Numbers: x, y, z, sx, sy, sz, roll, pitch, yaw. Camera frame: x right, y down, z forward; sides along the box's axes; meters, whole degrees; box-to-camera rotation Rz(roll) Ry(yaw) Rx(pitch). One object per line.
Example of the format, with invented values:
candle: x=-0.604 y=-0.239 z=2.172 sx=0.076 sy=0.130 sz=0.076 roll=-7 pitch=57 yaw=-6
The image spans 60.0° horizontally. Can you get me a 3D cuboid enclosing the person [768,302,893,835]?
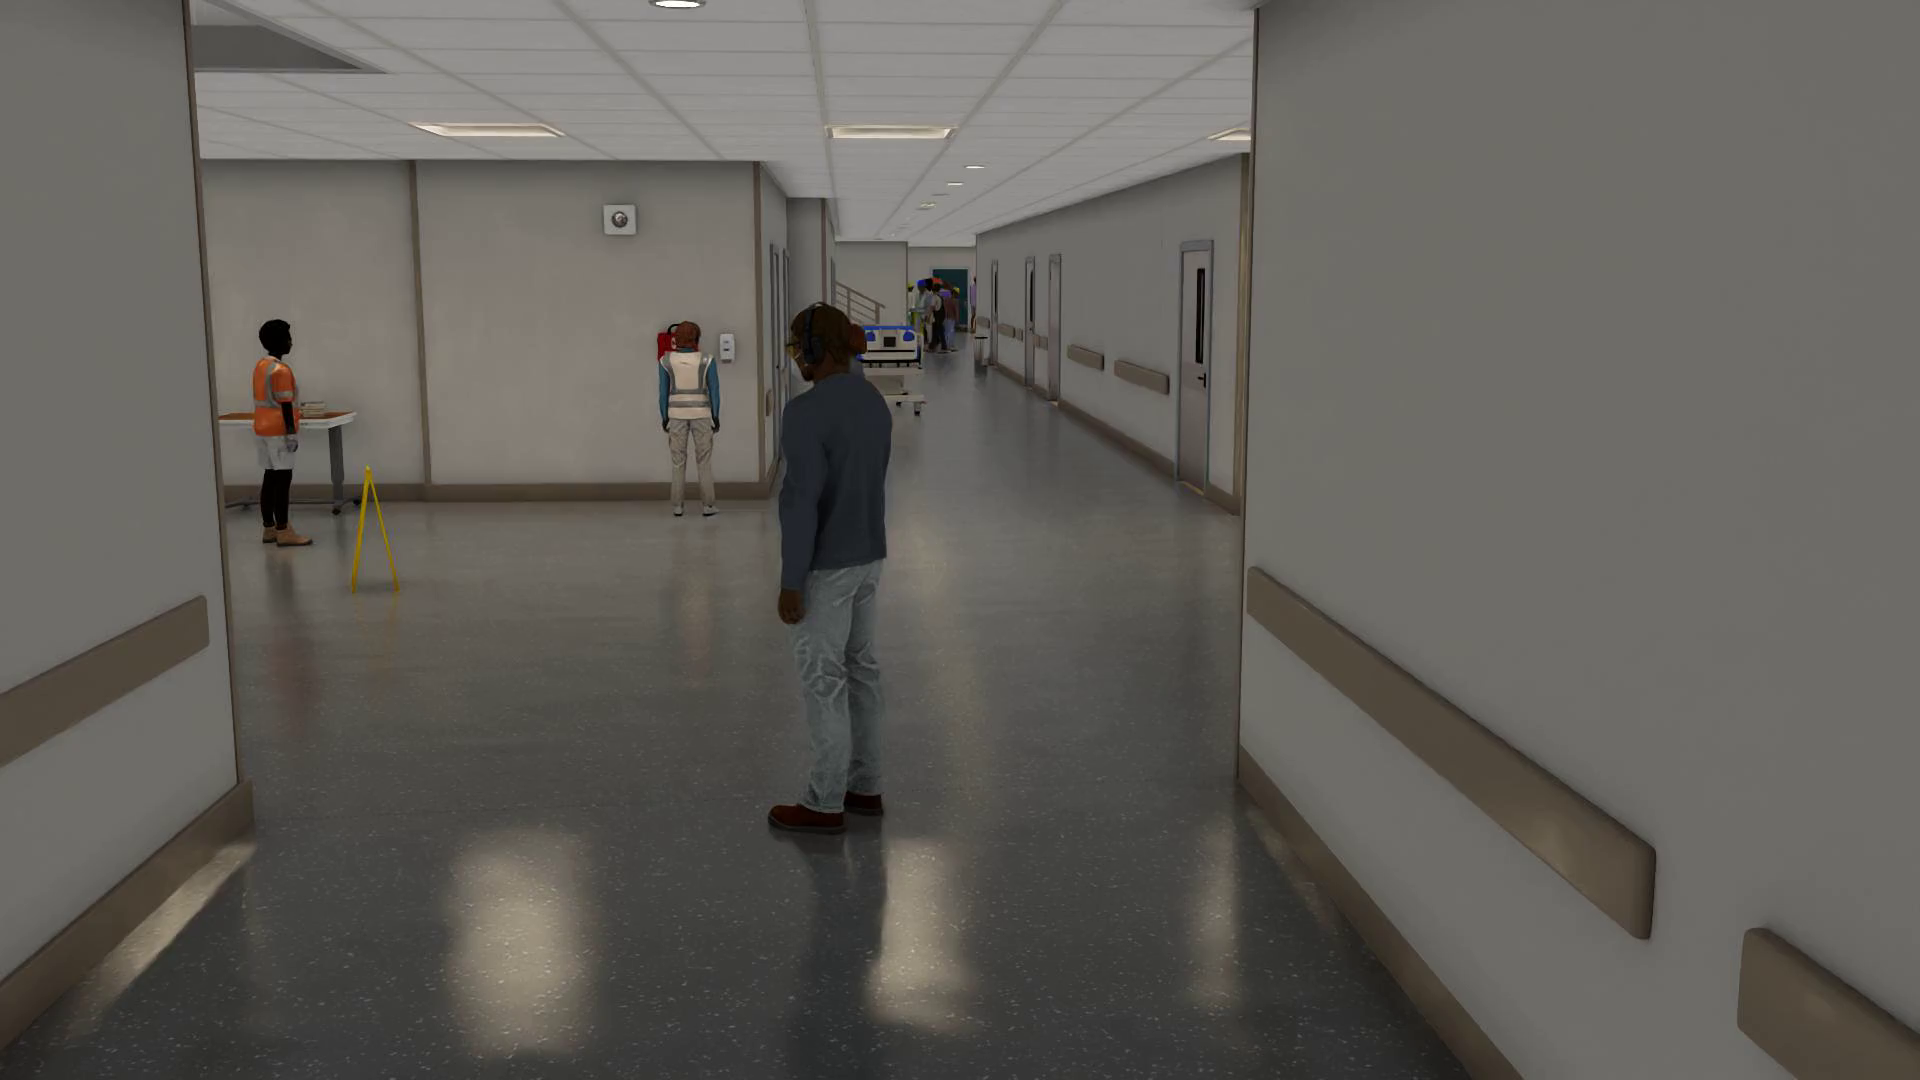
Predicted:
person: x=-0.464 y=0.104 z=6.077 sx=0.388 sy=1.929 sz=0.634 roll=4 pitch=10 yaw=25

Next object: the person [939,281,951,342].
person: x=-0.450 y=-6.939 z=50.575 sx=0.566 sy=1.838 sz=0.379 roll=7 pitch=11 yaw=36

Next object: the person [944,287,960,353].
person: x=-0.202 y=-5.774 z=43.669 sx=0.791 sy=1.699 sz=0.609 roll=-7 pitch=11 yaw=-36

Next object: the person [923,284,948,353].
person: x=-0.641 y=-5.736 z=43.135 sx=0.864 sy=1.791 sz=0.542 roll=4 pitch=10 yaw=21

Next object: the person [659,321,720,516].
person: x=-2.266 y=-1.012 z=13.965 sx=0.514 sy=1.642 sz=0.310 roll=0 pitch=9 yaw=2

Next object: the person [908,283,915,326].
person: x=-1.677 y=-7.786 z=56.104 sx=0.310 sy=1.768 sz=0.533 roll=3 pitch=9 yaw=17

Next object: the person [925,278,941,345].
person: x=-0.819 y=-6.590 z=48.066 sx=0.474 sy=1.937 sz=0.629 roll=-3 pitch=10 yaw=-20

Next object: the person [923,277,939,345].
person: x=-0.824 y=-6.671 z=48.544 sx=0.665 sy=1.957 sz=0.703 roll=-3 pitch=10 yaw=-18

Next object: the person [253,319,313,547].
person: x=-5.099 y=-0.800 z=12.453 sx=0.319 sy=1.695 sz=0.539 roll=-8 pitch=12 yaw=-41

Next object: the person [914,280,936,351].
person: x=-1.017 y=-5.916 z=43.946 sx=0.604 sy=1.893 sz=0.993 roll=8 pitch=12 yaw=40
